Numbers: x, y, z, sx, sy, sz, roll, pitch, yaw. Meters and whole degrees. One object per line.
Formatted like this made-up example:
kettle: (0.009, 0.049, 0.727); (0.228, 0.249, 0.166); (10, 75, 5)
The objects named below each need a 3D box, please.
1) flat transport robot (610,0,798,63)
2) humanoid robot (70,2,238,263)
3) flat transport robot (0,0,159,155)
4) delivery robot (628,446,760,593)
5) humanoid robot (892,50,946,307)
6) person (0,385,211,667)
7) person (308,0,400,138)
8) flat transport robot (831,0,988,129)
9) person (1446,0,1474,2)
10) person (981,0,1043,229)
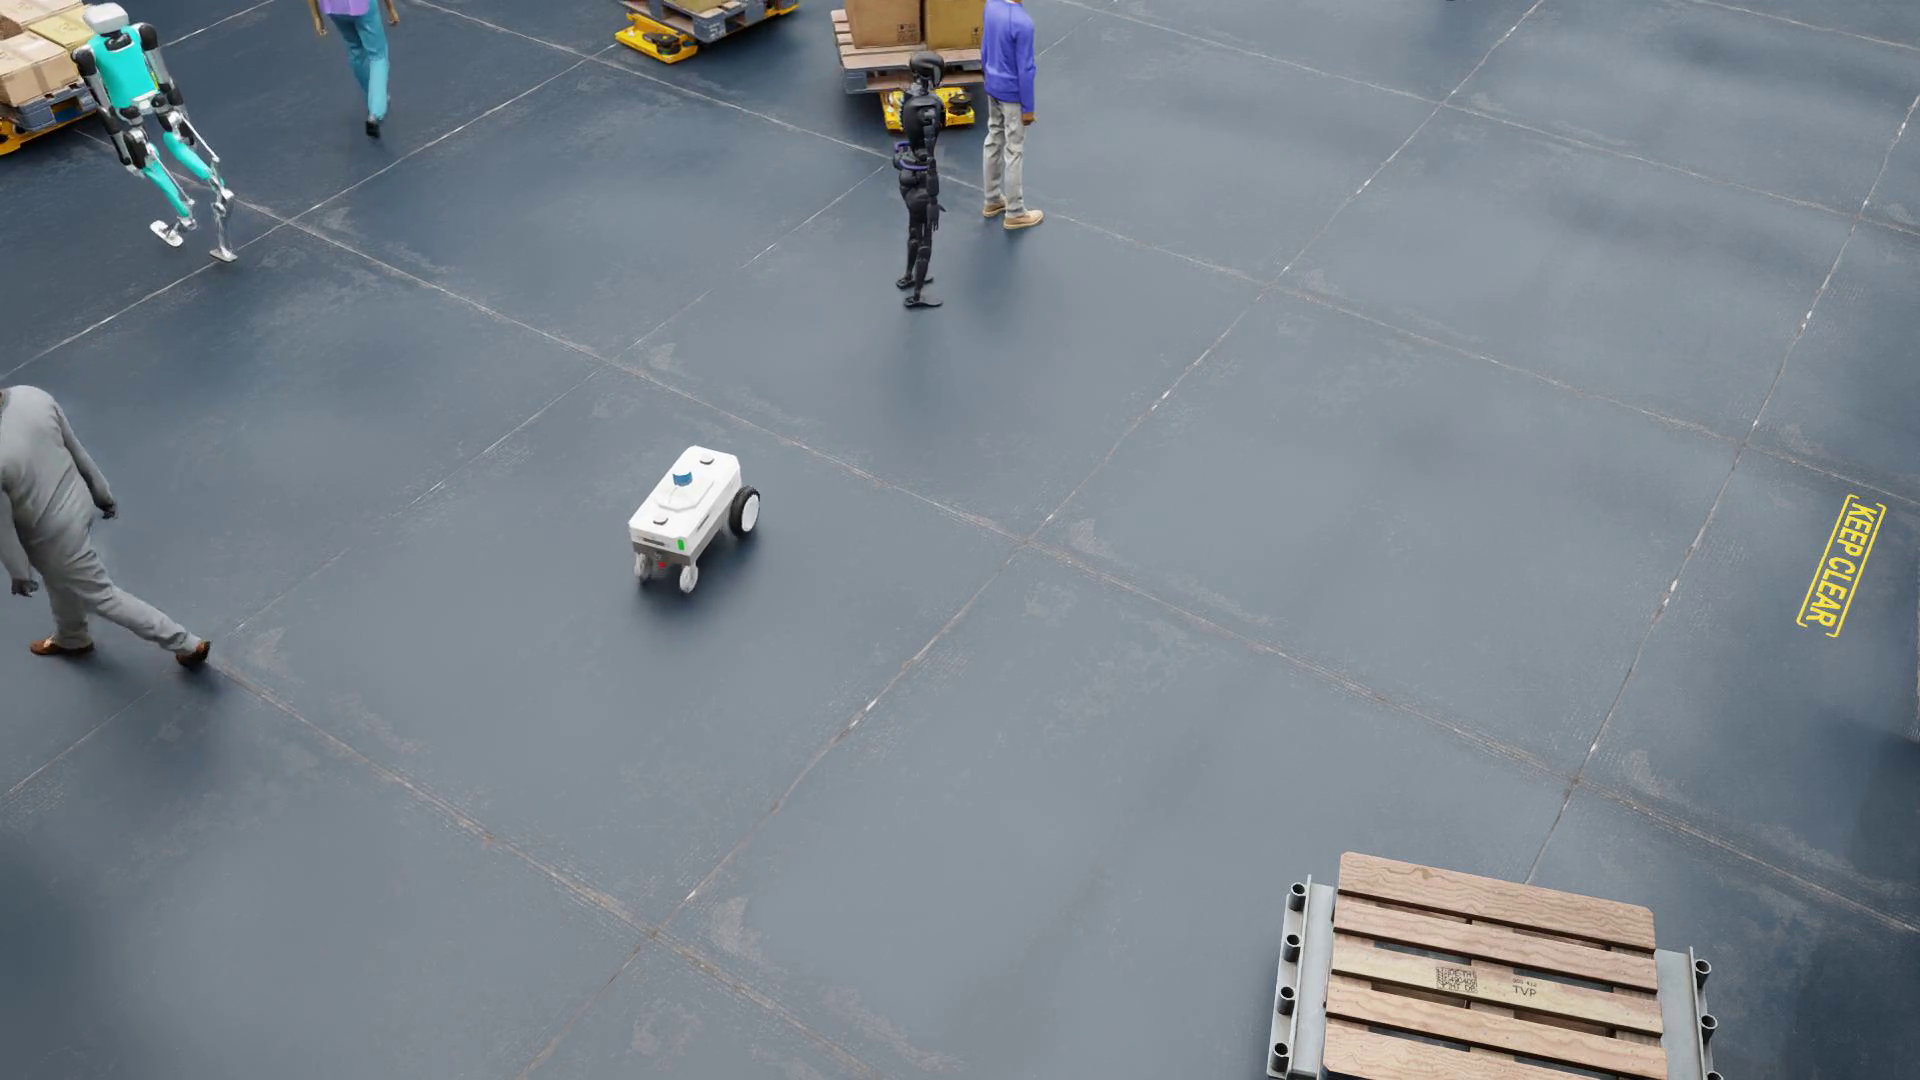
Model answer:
flat transport robot: (-2.060, -4.294, 13.585); (0.659, 0.231, 1.431); (30, 50, 30)
humanoid robot: (-4.957, -2.455, 10.426); (1.001, 1.736, 0.540); (27, 48, 27)
flat transport robot: (-6.784, -3.317, 12.491); (0.659, 0.231, 1.431); (27, 48, 27)
delivery robot: (-1.419, -0.154, 8.752); (0.499, 0.614, 0.802); (14, 44, 15)
humanoid robot: (-0.241, -2.218, 10.204); (0.306, 1.653, 0.612); (-9, 43, -10)
person: (-4.140, -0.070, 7.682); (0.933, 1.857, 0.653); (0, 42, 0)
person: (-4.335, -3.762, 11.824); (0.583, 1.822, 0.737); (2, 42, 3)
flat transport robot: (-0.326, -3.589, 12.796); (0.659, 0.231, 1.431); (-6, 42, -7)
person: (4.271, -5.339, 13.508); (0.600, 1.922, 0.519); (7, 42, 8)
person: (0.336, -2.932, 10.860); (0.361, 1.873, 0.460); (-25, 48, -26)
